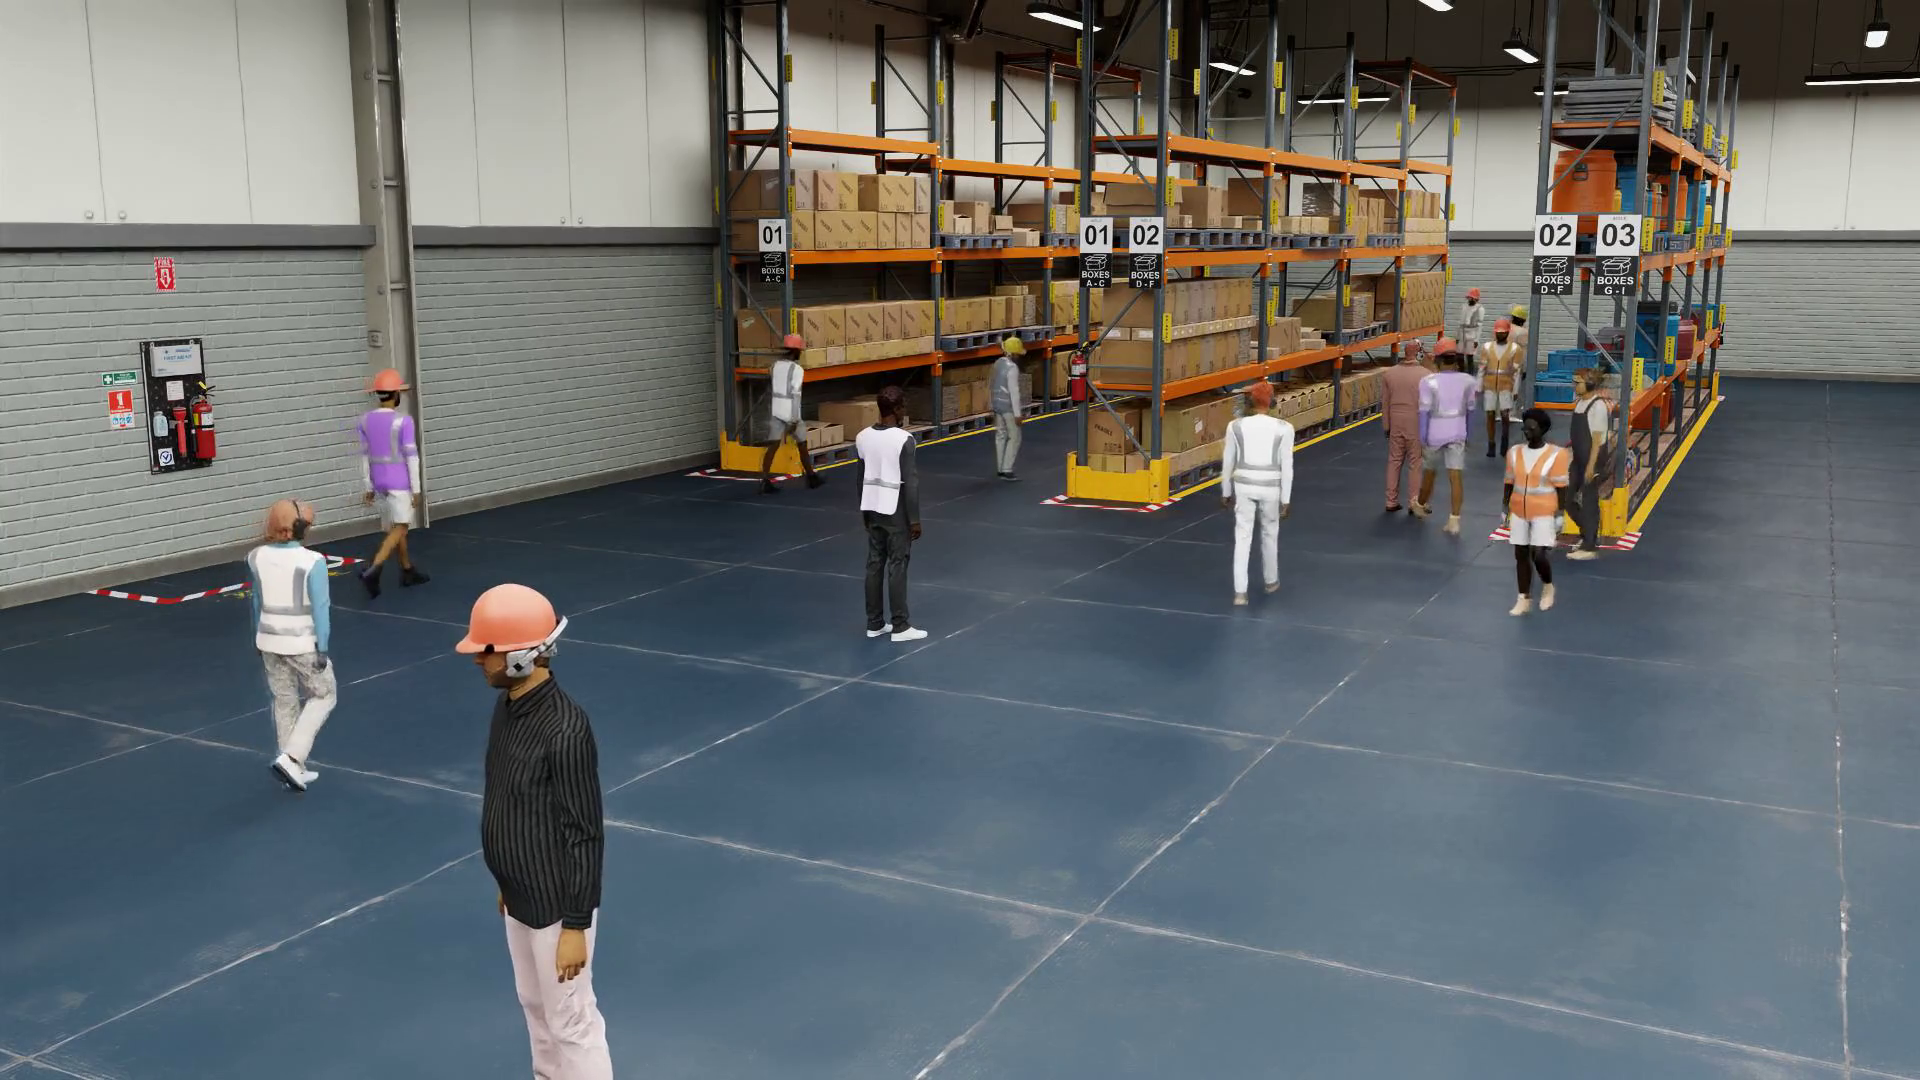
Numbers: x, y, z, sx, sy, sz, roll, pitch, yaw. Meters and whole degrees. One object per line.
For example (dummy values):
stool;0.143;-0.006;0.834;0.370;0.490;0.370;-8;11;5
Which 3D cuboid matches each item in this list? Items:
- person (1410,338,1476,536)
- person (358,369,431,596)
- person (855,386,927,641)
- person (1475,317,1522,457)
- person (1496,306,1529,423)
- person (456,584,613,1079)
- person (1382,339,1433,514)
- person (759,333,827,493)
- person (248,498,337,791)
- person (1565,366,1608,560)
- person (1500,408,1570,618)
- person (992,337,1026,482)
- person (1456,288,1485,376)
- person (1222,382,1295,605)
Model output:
person;4.966;-1.083;17.138;0.623;1.976;1.127;0;10;-2
person;-4.854;-0.485;14.115;0.547;1.912;0.829;5;11;24
person;-0.536;-0.197;12.493;0.587;1.920;0.390;9;14;42
person;7.358;-2.078;22.761;0.567;1.921;0.465;5;12;26
person;8.942;-2.844;27.042;0.437;1.886;0.647;-7;13;-34
person;-1.315;1.108;5.183;0.396;1.988;0.614;-7;13;-34
person;4.935;-1.239;18.213;0.402;1.906;0.651;-9;14;-41
person;-2.029;-1.500;19.722;0.553;1.885;0.986;8;13;37
person;-3.640;0.588;9.019;0.519;1.624;0.424;3;11;14
person;5.832;-0.707;15.531;0.393;1.833;0.530;-1;10;-8
person;4.532;-0.209;13.175;0.366;1.683;0.550;-9;14;-41
person;0.602;-1.616;20.611;0.403;1.790;0.681;-4;11;-21
person;10.212;-4.081;33.487;0.389;2.002;0.730;-6;12;-28
person;2.467;-0.394;13.837;0.596;1.832;1.005;3;11;17
